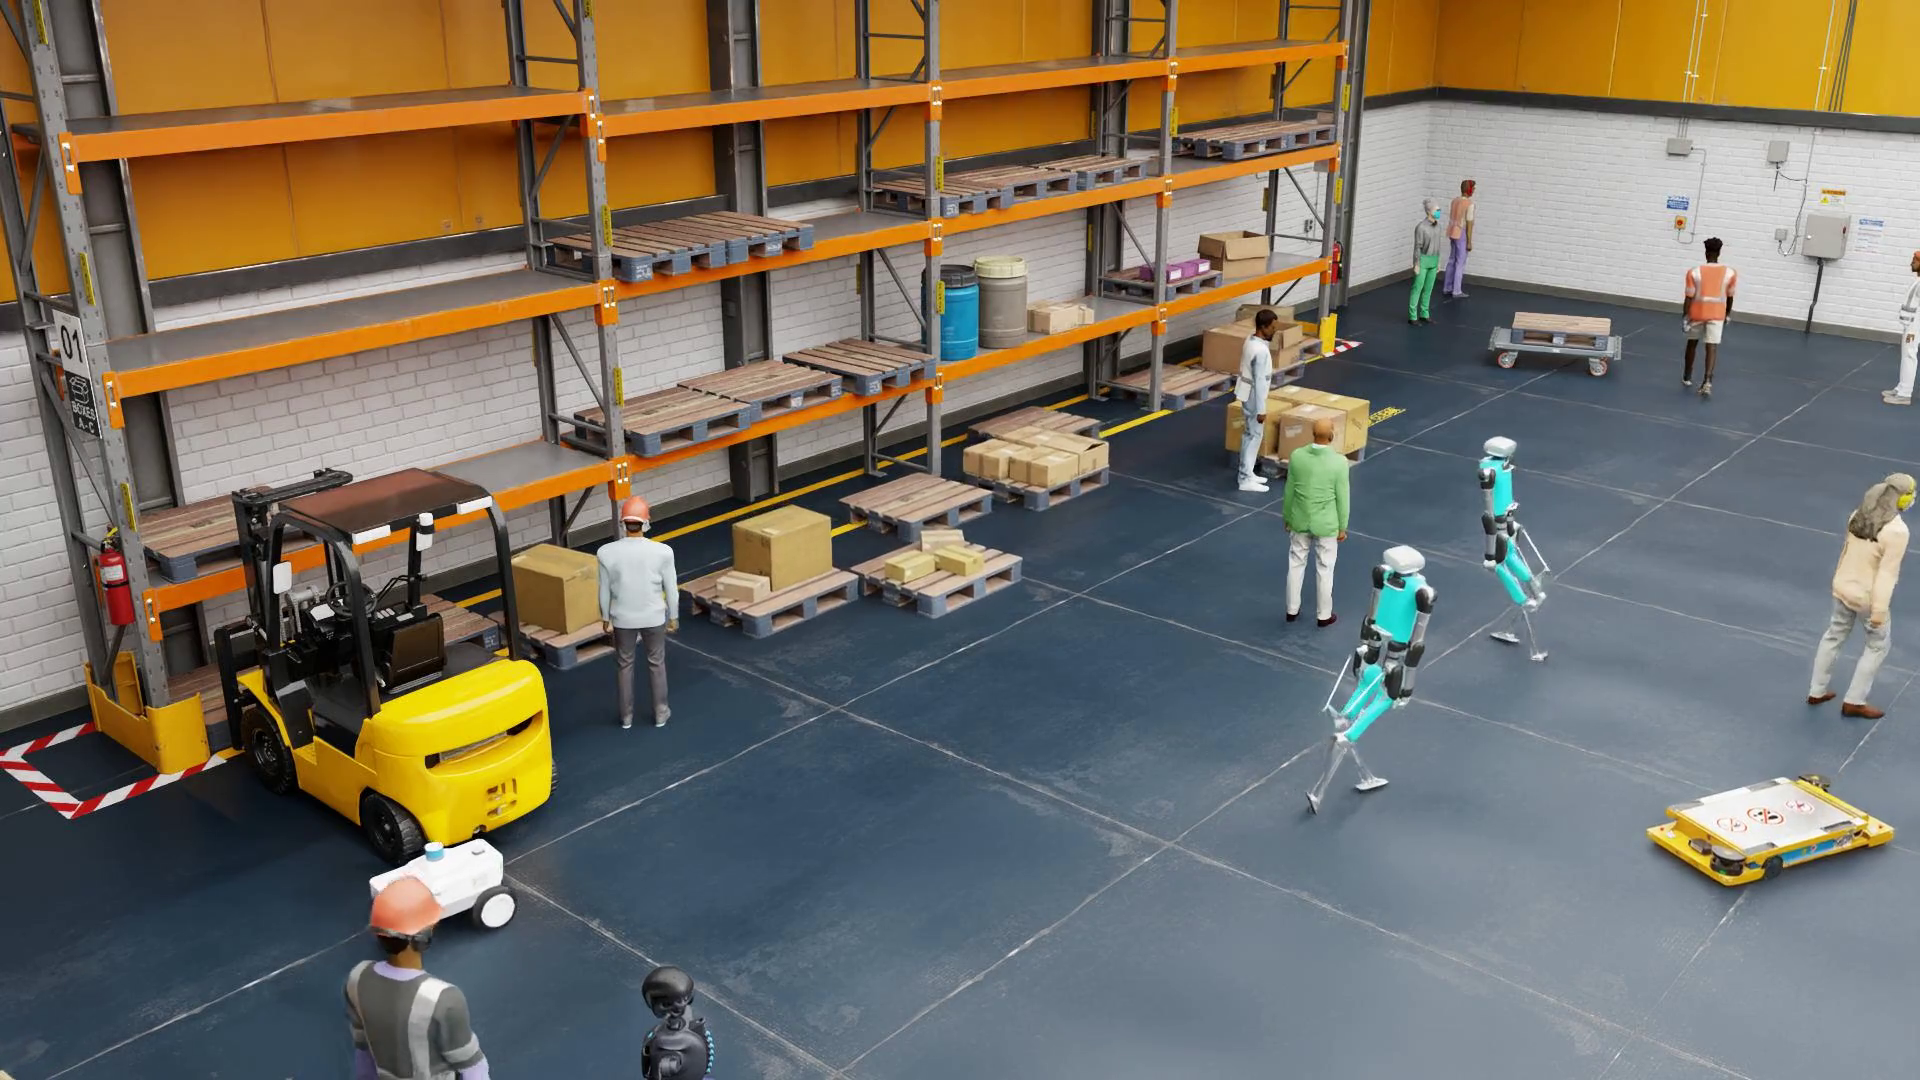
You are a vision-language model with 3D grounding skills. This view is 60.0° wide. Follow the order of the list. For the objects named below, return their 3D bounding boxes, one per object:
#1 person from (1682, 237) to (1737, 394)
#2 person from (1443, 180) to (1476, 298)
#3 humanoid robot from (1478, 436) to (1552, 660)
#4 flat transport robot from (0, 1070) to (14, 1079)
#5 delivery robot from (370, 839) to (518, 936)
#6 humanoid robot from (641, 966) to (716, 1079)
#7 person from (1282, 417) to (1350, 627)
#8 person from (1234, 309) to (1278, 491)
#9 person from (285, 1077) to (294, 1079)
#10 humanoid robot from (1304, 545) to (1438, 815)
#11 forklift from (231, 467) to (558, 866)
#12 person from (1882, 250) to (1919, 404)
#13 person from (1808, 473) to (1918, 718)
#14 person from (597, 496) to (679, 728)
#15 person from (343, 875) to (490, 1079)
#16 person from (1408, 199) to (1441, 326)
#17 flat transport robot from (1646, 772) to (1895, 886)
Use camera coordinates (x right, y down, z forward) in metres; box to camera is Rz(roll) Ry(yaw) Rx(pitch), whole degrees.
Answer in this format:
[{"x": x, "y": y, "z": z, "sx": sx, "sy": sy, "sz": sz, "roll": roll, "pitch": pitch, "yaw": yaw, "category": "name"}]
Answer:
[{"x": 9.327, "y": -2.806, "z": 20.771, "sx": 0.604, "sy": 1.927, "sz": 0.927, "roll": 7, "pitch": 21, "yaw": 19, "category": "person"}, {"x": 7.835, "y": -4.720, "z": 26.085, "sx": 0.392, "sy": 1.837, "sz": 0.557, "roll": -4, "pitch": 21, "yaw": -12, "category": "person"}, {"x": 4.462, "y": 0.136, "z": 13.212, "sx": 0.814, "sy": 1.883, "sz": 0.539, "roll": 13, "pitch": 24, "yaw": 31, "category": "humanoid robot"}, {"x": -4.335, "y": 3.072, "z": 7.226, "sx": 0.659, "sy": 0.231, "sz": 1.431, "roll": 16, "pitch": 26, "yaw": 37, "category": "flat transport robot"}, {"x": -3.008, "y": 2.028, "z": 9.636, "sx": 0.793, "sy": 0.590, "sz": 0.499, "roll": -17, "pitch": 26, "yaw": -39, "category": "delivery robot"}, {"x": -1.130, "y": 2.468, "z": 6.816, "sx": 0.315, "sy": 1.653, "sz": 0.599, "roll": -1, "pitch": 20, "yaw": -2, "category": "humanoid robot"}, {"x": 2.943, "y": -0.148, "z": 13.766, "sx": 0.552, "sy": 1.782, "sz": 0.384, "roll": 10, "pitch": 23, "yaw": 26, "category": "person"}, {"x": 3.033, "y": -1.435, "z": 17.081, "sx": 0.418, "sy": 1.906, "sz": 0.596, "roll": 0, "pitch": 20, "yaw": 0, "category": "person"}, {"x": -2.221, "y": 2.704, "z": 5.815, "sx": 0.372, "sy": 1.940, "sz": 0.626, "roll": -7, "pitch": 21, "yaw": -18, "category": "person"}, {"x": 2.578, "y": 0.956, "z": 10.899, "sx": 0.941, "sy": 1.807, "sz": 0.536, "roll": -10, "pitch": 23, "yaw": -25, "category": "humanoid robot"}, {"x": -3.730, "y": 0.710, "z": 10.856, "sx": 2.313, "sy": 2.155, "sz": 1.214, "roll": 17, "pitch": 26, "yaw": 38, "category": "forklift"}, {"x": 11.593, "y": -2.595, "z": 20.249, "sx": 0.340, "sy": 1.882, "sz": 0.582, "roll": 10, "pitch": 22, "yaw": 24, "category": "person"}, {"x": 6.638, "y": 0.399, "z": 12.222, "sx": 0.494, "sy": 1.848, "sz": 0.599, "roll": -3, "pitch": 21, "yaw": -9, "category": "person"}, {"x": -2.312, "y": 0.525, "z": 12.006, "sx": 0.571, "sy": 1.739, "sz": 0.347, "roll": -3, "pitch": 20, "yaw": -8, "category": "person"}, {"x": -2.228, "y": 2.325, "z": 6.753, "sx": 0.615, "sy": 2.006, "sz": 0.942, "roll": 13, "pitch": 24, "yaw": 32, "category": "person"}, {"x": 6.812, "y": -4.050, "z": 24.272, "sx": 0.523, "sy": 1.830, "sz": 0.334, "roll": -13, "pitch": 24, "yaw": -32, "category": "person"}, {"x": 5.163, "y": 1.833, "z": 10.586, "sx": 1.431, "sy": 0.231, "sz": 0.659, "roll": -9, "pitch": 22, "yaw": -22, "category": "flat transport robot"}]
